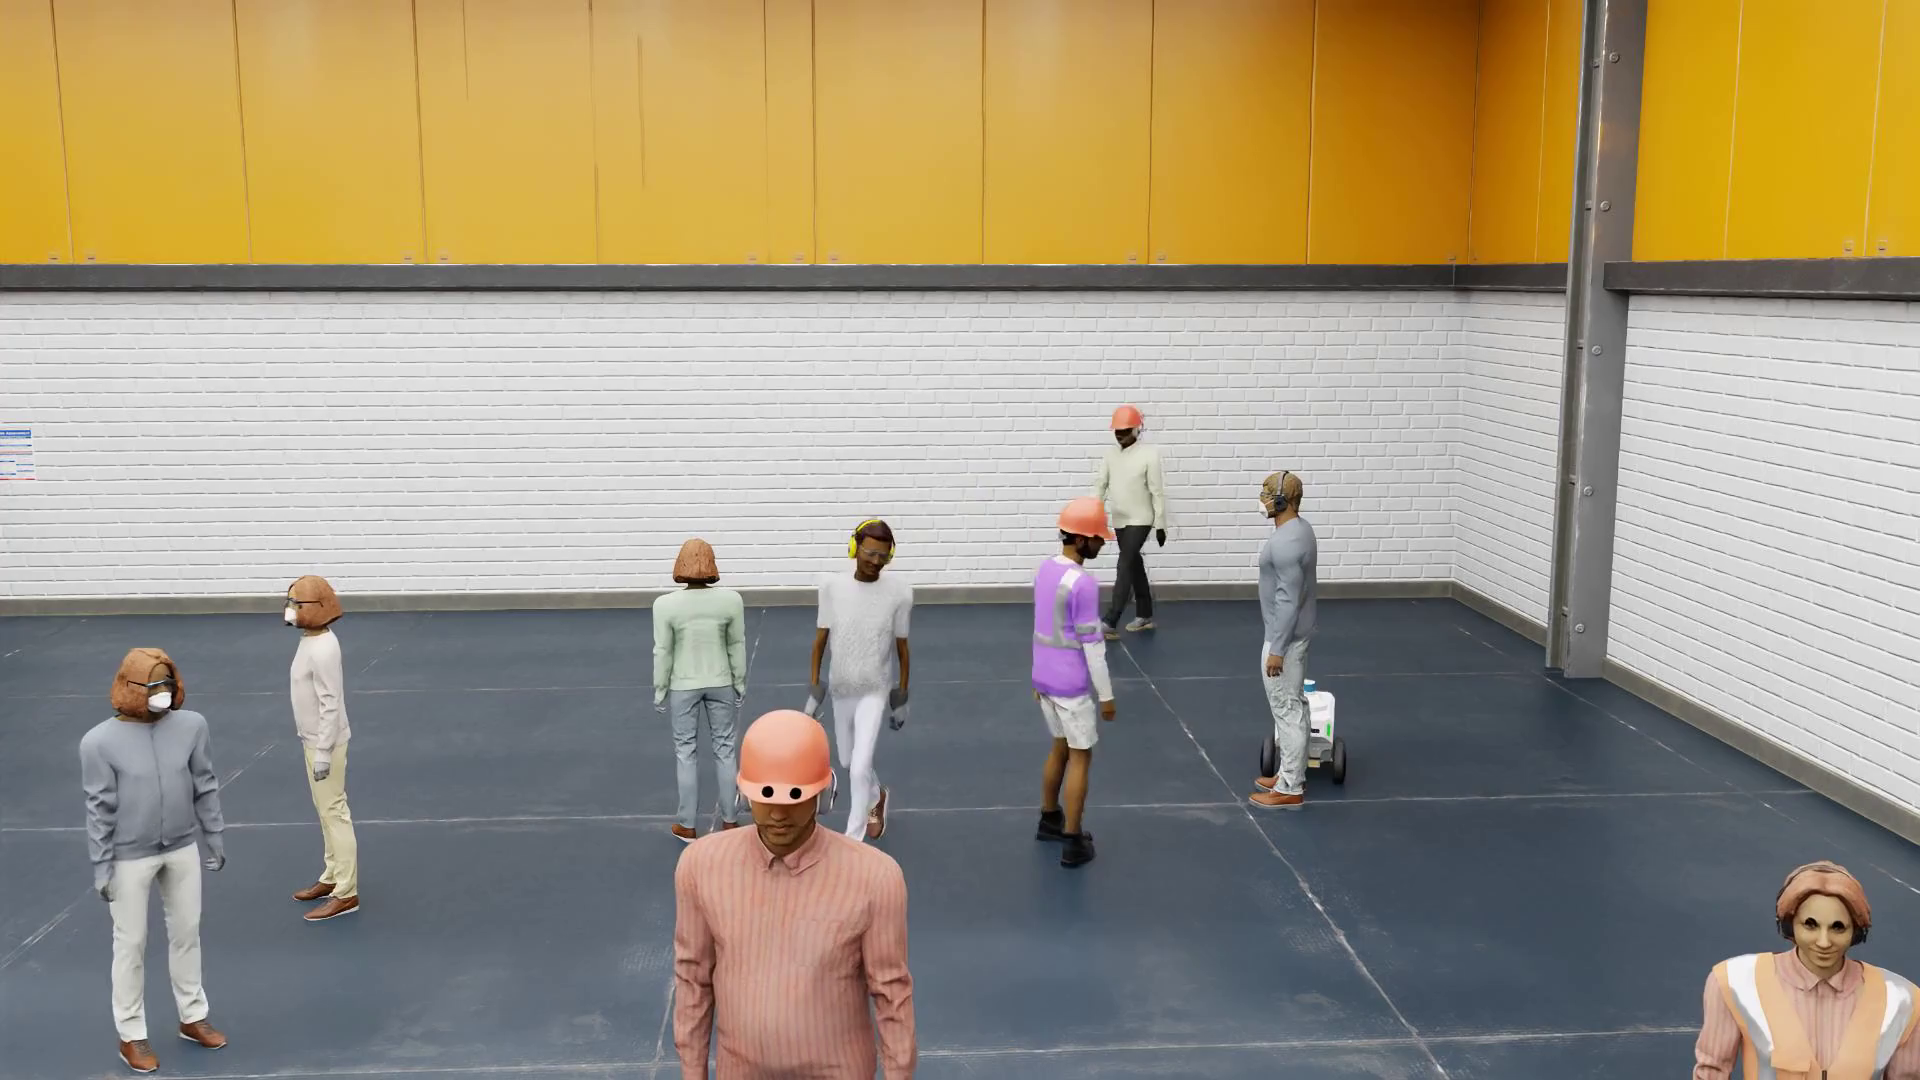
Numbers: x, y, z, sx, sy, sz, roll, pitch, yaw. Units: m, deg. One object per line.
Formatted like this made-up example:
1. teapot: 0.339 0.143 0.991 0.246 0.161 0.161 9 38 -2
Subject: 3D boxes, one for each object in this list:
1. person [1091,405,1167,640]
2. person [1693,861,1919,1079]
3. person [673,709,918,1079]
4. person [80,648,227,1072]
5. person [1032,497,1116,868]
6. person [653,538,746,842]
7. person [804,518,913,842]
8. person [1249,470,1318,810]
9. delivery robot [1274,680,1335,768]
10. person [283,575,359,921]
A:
1. person: 1.335 -0.145 13.900 1.001 1.943 0.613 -7 11 -36
2. person: 2.056 1.576 4.074 0.525 1.639 0.307 2 9 15
3. person: -0.425 1.385 4.237 0.630 1.981 0.430 2 9 12
4. person: -3.087 1.212 6.404 0.292 1.633 0.506 7 11 38
5. person: 0.577 0.719 8.608 0.411 1.913 0.578 -3 10 -19
6. person: -1.396 0.804 8.941 0.507 1.631 0.266 -4 10 -21
7. person: -0.495 0.768 8.570 0.541 1.829 0.892 2 9 12
8. person: 1.851 0.567 9.477 0.354 1.937 0.635 3 10 18
9. delivery robot: 2.113 1.100 10.167 0.477 0.478 0.707 2 9 13
10. person: -3.042 0.970 7.891 0.279 1.636 0.500 -5 10 -29
